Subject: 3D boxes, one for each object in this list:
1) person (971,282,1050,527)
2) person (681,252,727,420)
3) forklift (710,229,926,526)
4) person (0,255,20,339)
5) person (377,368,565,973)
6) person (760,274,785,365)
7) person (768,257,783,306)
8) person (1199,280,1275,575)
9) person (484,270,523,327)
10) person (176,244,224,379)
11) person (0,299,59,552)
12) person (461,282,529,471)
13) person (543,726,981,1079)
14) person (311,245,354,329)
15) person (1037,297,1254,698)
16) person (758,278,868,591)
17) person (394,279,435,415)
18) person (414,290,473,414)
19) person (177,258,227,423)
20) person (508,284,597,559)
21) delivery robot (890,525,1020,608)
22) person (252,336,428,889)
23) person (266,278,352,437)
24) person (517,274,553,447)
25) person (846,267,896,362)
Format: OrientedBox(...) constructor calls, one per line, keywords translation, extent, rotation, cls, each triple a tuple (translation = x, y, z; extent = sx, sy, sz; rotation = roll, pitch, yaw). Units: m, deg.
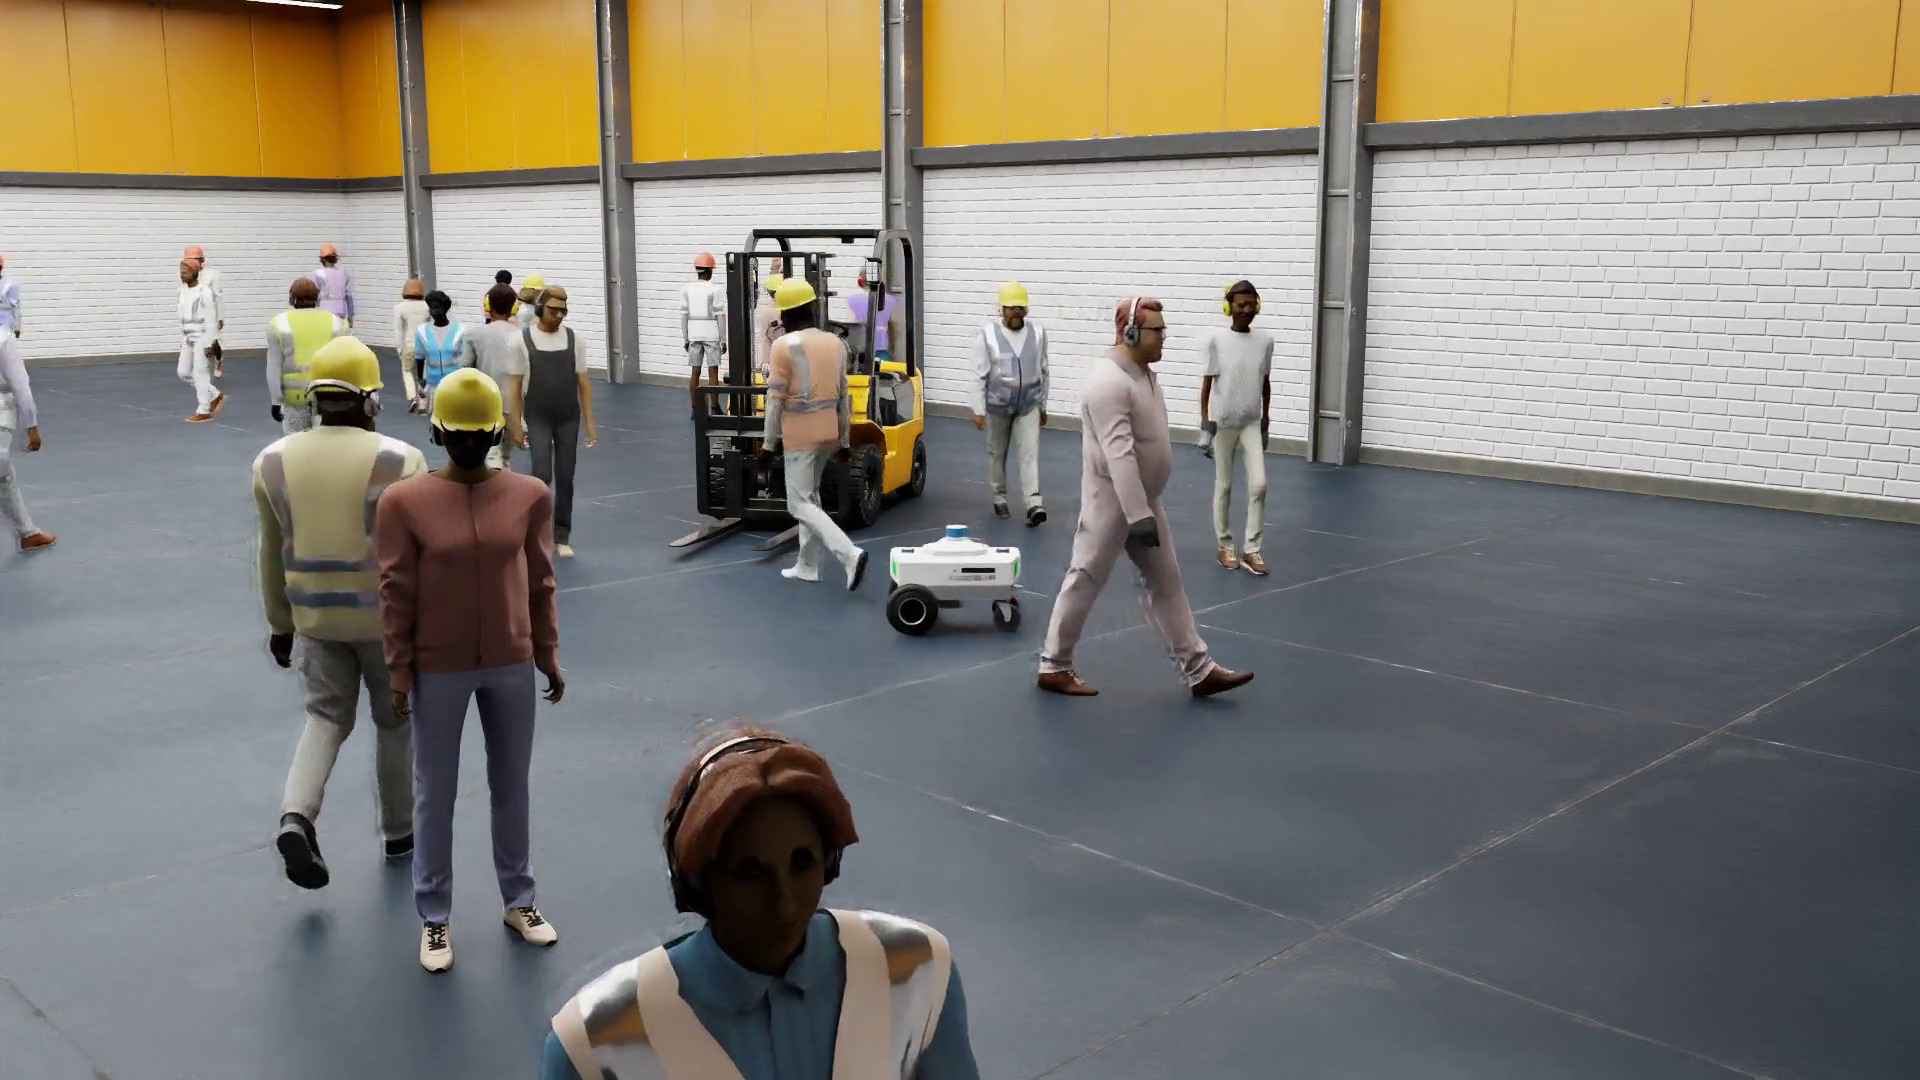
OrientedBox(translation=(0.393, -0.994, 12.256), extent=(0.624, 1.779, 0.929), rotation=(-2, 11, -12), cls="person")
OrientedBox(translation=(-2.936, -2.344, 19.207), extent=(0.552, 1.935, 0.374), rotation=(3, 11, 18), cls="person")
OrientedBox(translation=(-1.050, -1.319, 12.920), extent=(1.214, 2.155, 2.313), rotation=(2, 11, 13), cls="forklift")
OrientedBox(translation=(-13.114, -2.981, 22.747), extent=(0.555, 1.916, 0.828), rotation=(0, 10, -2), cls="person")
OrientedBox(translation=(-1.418, 0.374, 4.882), extent=(0.524, 1.759, 0.328), rotation=(-7, 12, -32), cls="person")
OrientedBox(translation=(-1.817, -1.763, 16.548), extent=(0.431, 1.754, 0.530), rotation=(7, 13, 34), cls="person")
OrientedBox(translation=(-1.911, -2.086, 17.888), extent=(0.409, 1.907, 0.651), rotation=(-2, 11, -11), cls="person")
OrientedBox(translation=(1.759, -0.698, 10.465), extent=(0.546, 1.844, 0.693), rotation=(-1, 10, -8), cls="person")
OrientedBox(translation=(-5.787, -2.594, 21.227), extent=(0.540, 1.696, 0.320), rotation=(-3, 11, -15), cls="person")
OrientedBox(translation=(-10.836, -3.230, 23.832), extent=(0.606, 2.018, 0.802), rotation=(-2, 11, -12), cls="person")
OrientedBox(translation=(-6.352, -0.776, 10.822), extent=(0.634, 1.887, 1.049), rotation=(2, 11, 12), cls="person")
OrientedBox(translation=(-3.229, -0.878, 11.569), extent=(0.599, 1.815, 0.968), rotation=(-4, 11, -21), cls="person")
OrientedBox(translation=(-0.199, 0.994, 1.958), extent=(0.525, 1.586, 0.884), rotation=(-6, 12, -28), cls="person")
OrientedBox(translation=(-9.284, -3.343, 24.521), extent=(1.051, 1.987, 0.635), rotation=(7, 13, 35), cls="person")
OrientedBox(translation=(0.808, -0.163, 7.560), extent=(1.016, 1.849, 0.656), rotation=(5, 12, 26), cls="person")
OrientedBox(translation=(-0.848, -0.616, 9.938), extent=(0.782, 1.887, 0.593), rotation=(7, 12, 33), cls="person")
OrientedBox(translation=(-6.455, -2.286, 19.762), extent=(0.505, 1.622, 0.343), rotation=(-5, 12, -25), cls="person")
OrientedBox(translation=(-4.584, -1.424, 14.955), extent=(0.539, 1.664, 0.633), rotation=(0, 10, 3), cls="person")
OrientedBox(translation=(-8.707, -2.280, 19.038), extent=(0.607, 1.870, 0.483), rotation=(7, 13, 34), cls="person")
OrientedBox(translation=(-2.675, -0.764, 10.938), extent=(0.503, 1.820, 0.403), rotation=(-6, 12, -28), cls="person")
OrientedBox(translation=(-0.023, 0.162, 9.061), extent=(0.707, 0.478, 0.477), rotation=(0, 10, -1), cls="delivery robot")
OrientedBox(translation=(-2.001, 0.248, 5.431), extent=(0.599, 1.813, 0.699), rotation=(1, 10, 4), cls="person")
OrientedBox(translation=(-5.012, -1.108, 12.839), extent=(0.660, 1.796, 0.931), rotation=(-6, 12, -30), cls="person")
OrientedBox(translation=(-4.314, -1.815, 16.863), extent=(0.316, 1.741, 0.488), rotation=(1, 10, 3), cls="person")
OrientedBox(translation=(-0.944, -2.049, 17.984), extent=(0.588, 1.804, 0.970), rotation=(-4, 11, -21), cls="person")
